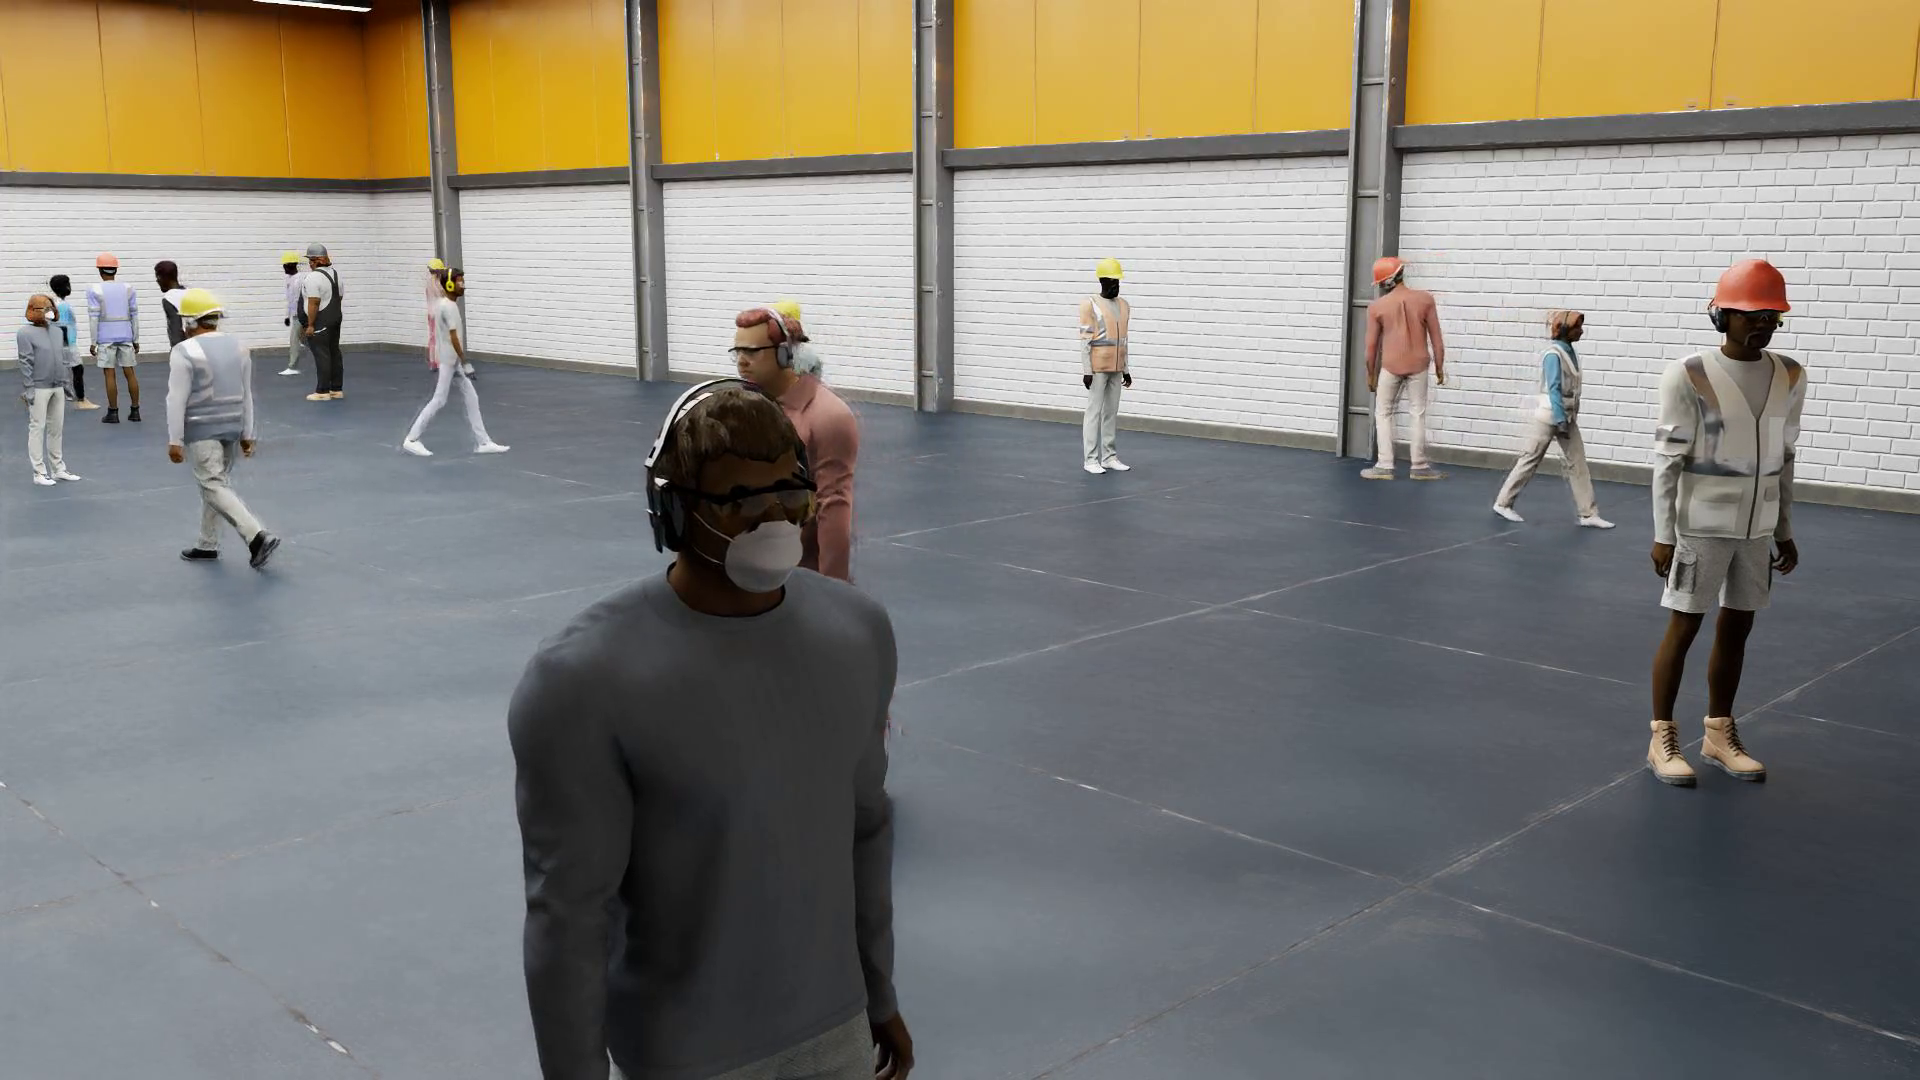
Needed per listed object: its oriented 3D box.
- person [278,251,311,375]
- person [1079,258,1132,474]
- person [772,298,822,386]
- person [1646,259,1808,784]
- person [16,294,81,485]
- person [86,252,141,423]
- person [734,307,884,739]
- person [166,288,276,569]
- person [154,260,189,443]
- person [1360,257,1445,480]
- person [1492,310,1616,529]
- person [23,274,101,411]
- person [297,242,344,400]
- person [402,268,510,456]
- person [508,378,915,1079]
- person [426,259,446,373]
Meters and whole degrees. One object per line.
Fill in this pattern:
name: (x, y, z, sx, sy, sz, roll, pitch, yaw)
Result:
person: (-10.134, -3.504, 25.673, 0.867, 1.897, 0.595, -10, 14, -42)
person: (1.325, -1.565, 14.986, 0.587, 1.927, 0.367, -9, 14, -41)
person: (-1.130, -0.703, 10.831, 0.500, 1.728, 0.393, -4, 11, -23)
person: (2.984, -0.056, 6.442, 0.615, 2.040, 0.391, -2, 11, -11)
person: (-7.849, -1.294, 14.309, 0.278, 1.634, 0.497, 2, 11, 13)
person: (-9.657, -2.300, 18.969, 0.362, 1.935, 0.553, 9, 14, 40)
person: (-0.622, 0.110, 5.963, 0.645, 1.885, 0.797, 6, 12, 29)
person: (-4.745, -0.706, 10.643, 0.830, 1.808, 0.594, 4, 11, 21)
person: (-7.867, -1.915, 17.020, 0.569, 1.889, 0.608, 0, 10, -3)
person: (3.923, -1.490, 14.564, 0.752, 1.947, 0.391, 1, 10, 6)
person: (4.364, -0.890, 12.220, 0.871, 1.594, 0.520, 9, 14, 41)
person: (-10.929, -2.378, 20.113, 0.743, 1.673, 0.530, -10, 14, -43)
person: (-8.330, -2.836, 21.611, 0.538, 2.000, 0.684, 2, 11, 9)
person: (-4.973, -1.724, 16.164, 0.987, 1.828, 0.537, -2, 11, -9)
person: (-0.327, 0.732, 2.430, 0.636, 1.938, 0.355, -10, 14, -43)
person: (-8.115, -3.482, 25.880, 0.315, 1.769, 0.525, -9, 14, -41)
